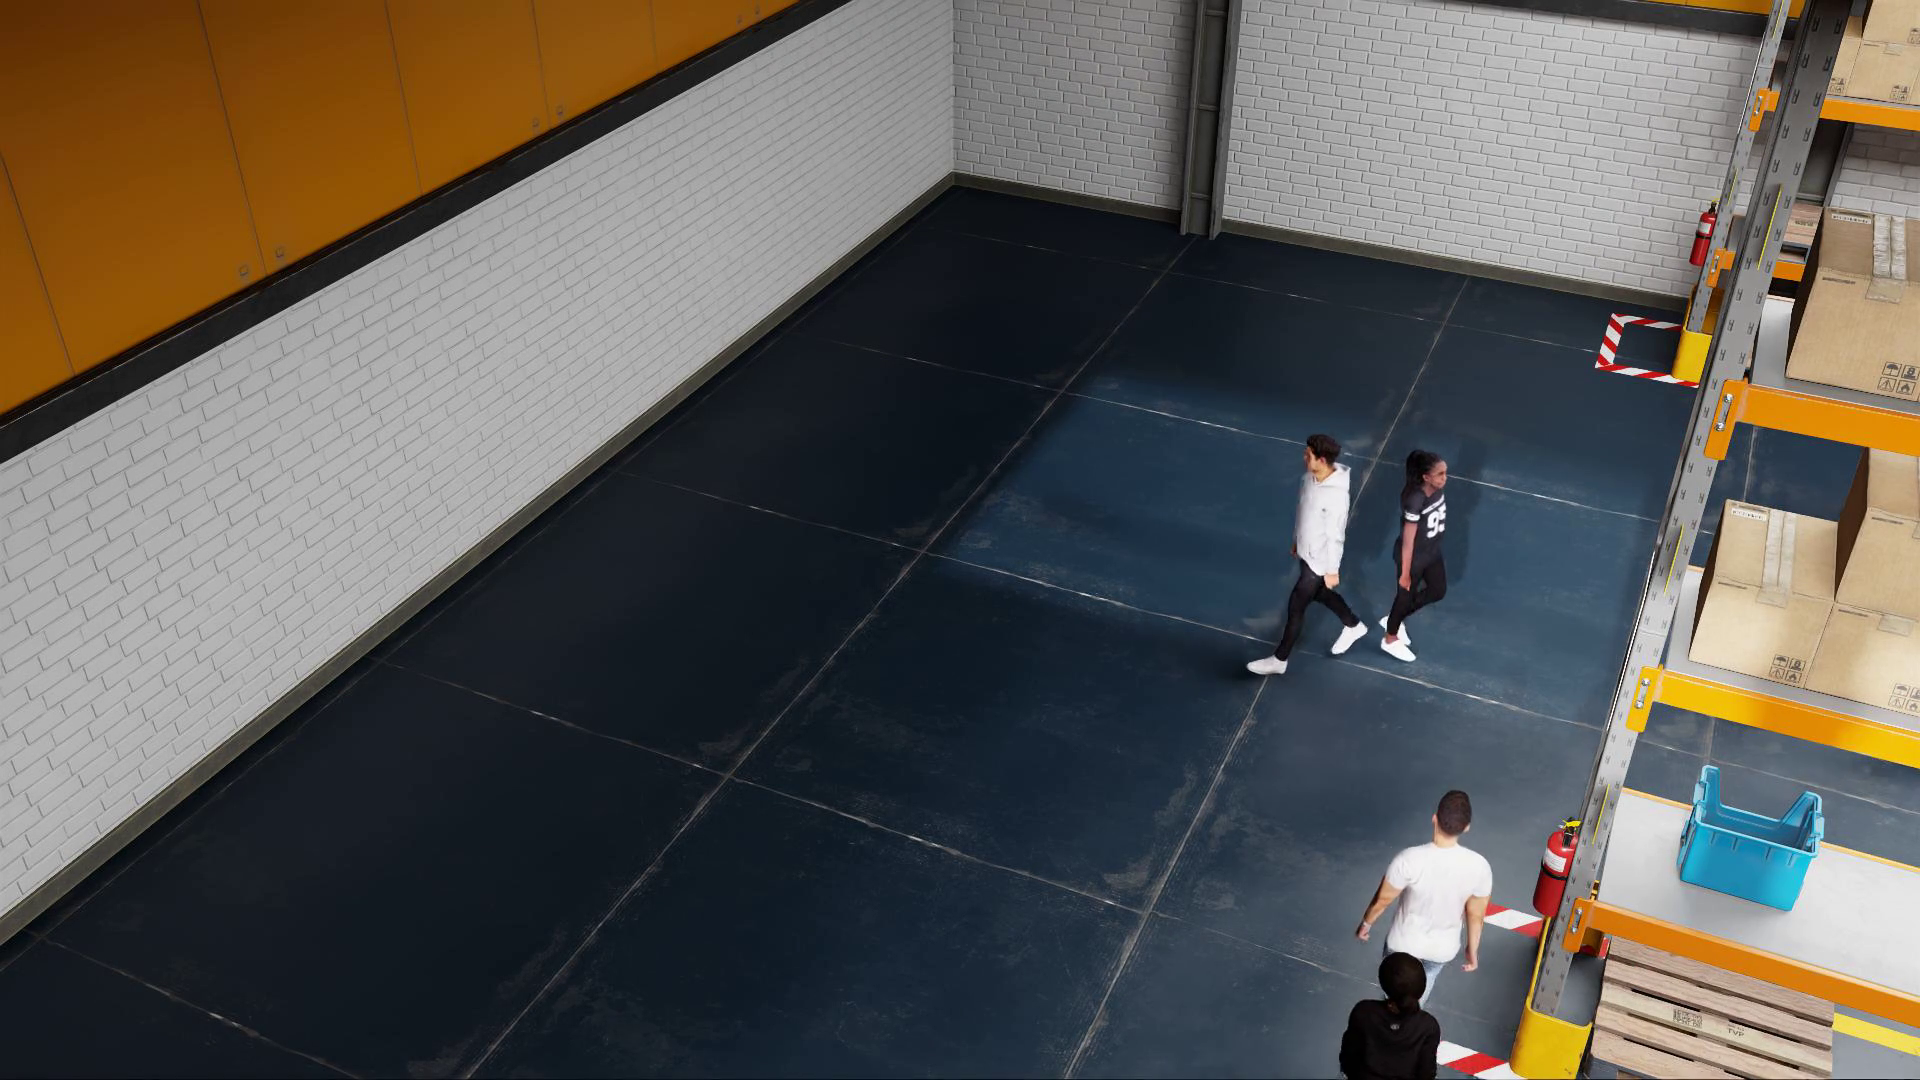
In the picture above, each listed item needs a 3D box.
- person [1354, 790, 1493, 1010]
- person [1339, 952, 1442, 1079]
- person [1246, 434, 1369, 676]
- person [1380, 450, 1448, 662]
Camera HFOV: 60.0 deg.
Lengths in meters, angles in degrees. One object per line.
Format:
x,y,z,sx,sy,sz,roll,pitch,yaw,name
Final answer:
2.468,2.158,8.763,0.965,1.830,1.015,-1,34,-1,person
2.057,2.713,8.088,0.819,1.652,0.746,9,35,14,person
2.628,0.096,11.810,1.310,1.890,1.207,-10,35,-15,person
3.209,0.098,11.961,0.736,1.719,0.710,25,41,32,person
